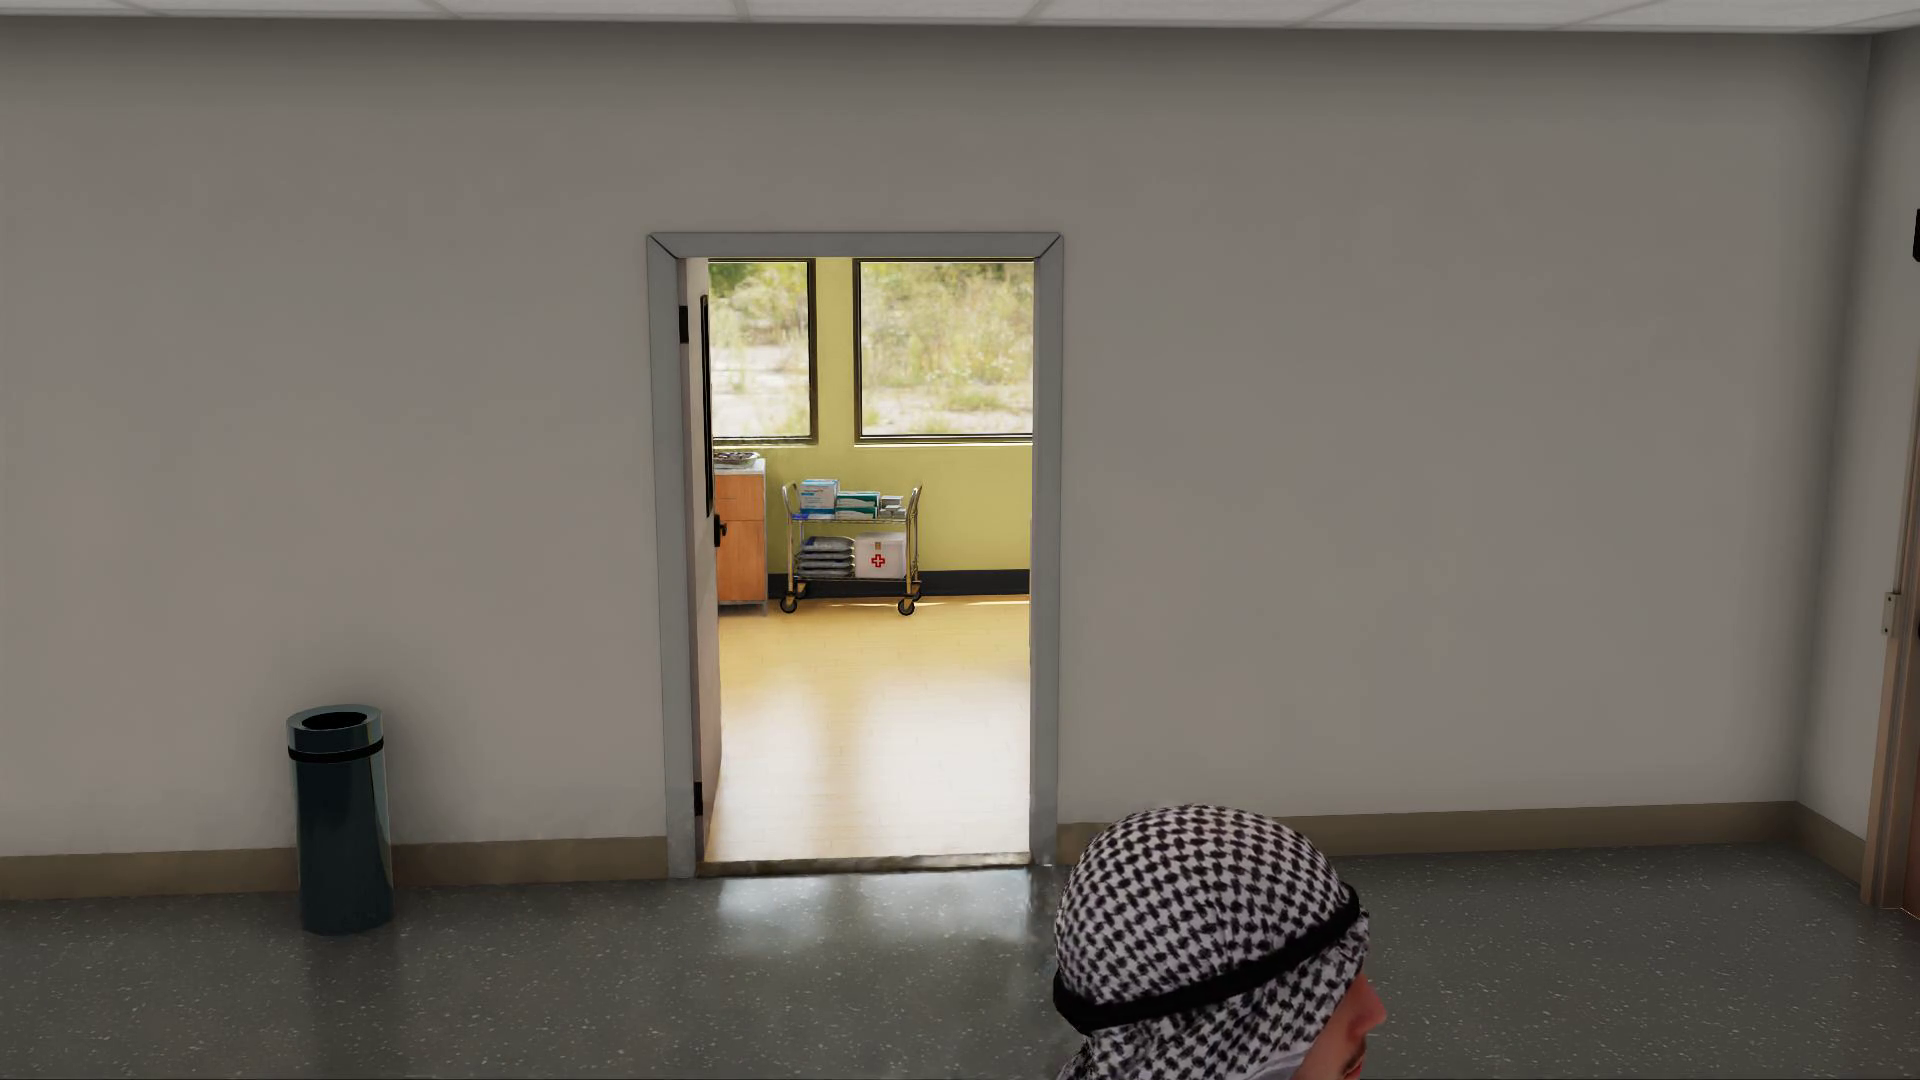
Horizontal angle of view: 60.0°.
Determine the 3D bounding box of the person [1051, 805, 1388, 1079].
[{"bbox_3d":[0.092,1.134,1.396,0.888,1.911,0.787,1,11,6],"label":"person"}]
